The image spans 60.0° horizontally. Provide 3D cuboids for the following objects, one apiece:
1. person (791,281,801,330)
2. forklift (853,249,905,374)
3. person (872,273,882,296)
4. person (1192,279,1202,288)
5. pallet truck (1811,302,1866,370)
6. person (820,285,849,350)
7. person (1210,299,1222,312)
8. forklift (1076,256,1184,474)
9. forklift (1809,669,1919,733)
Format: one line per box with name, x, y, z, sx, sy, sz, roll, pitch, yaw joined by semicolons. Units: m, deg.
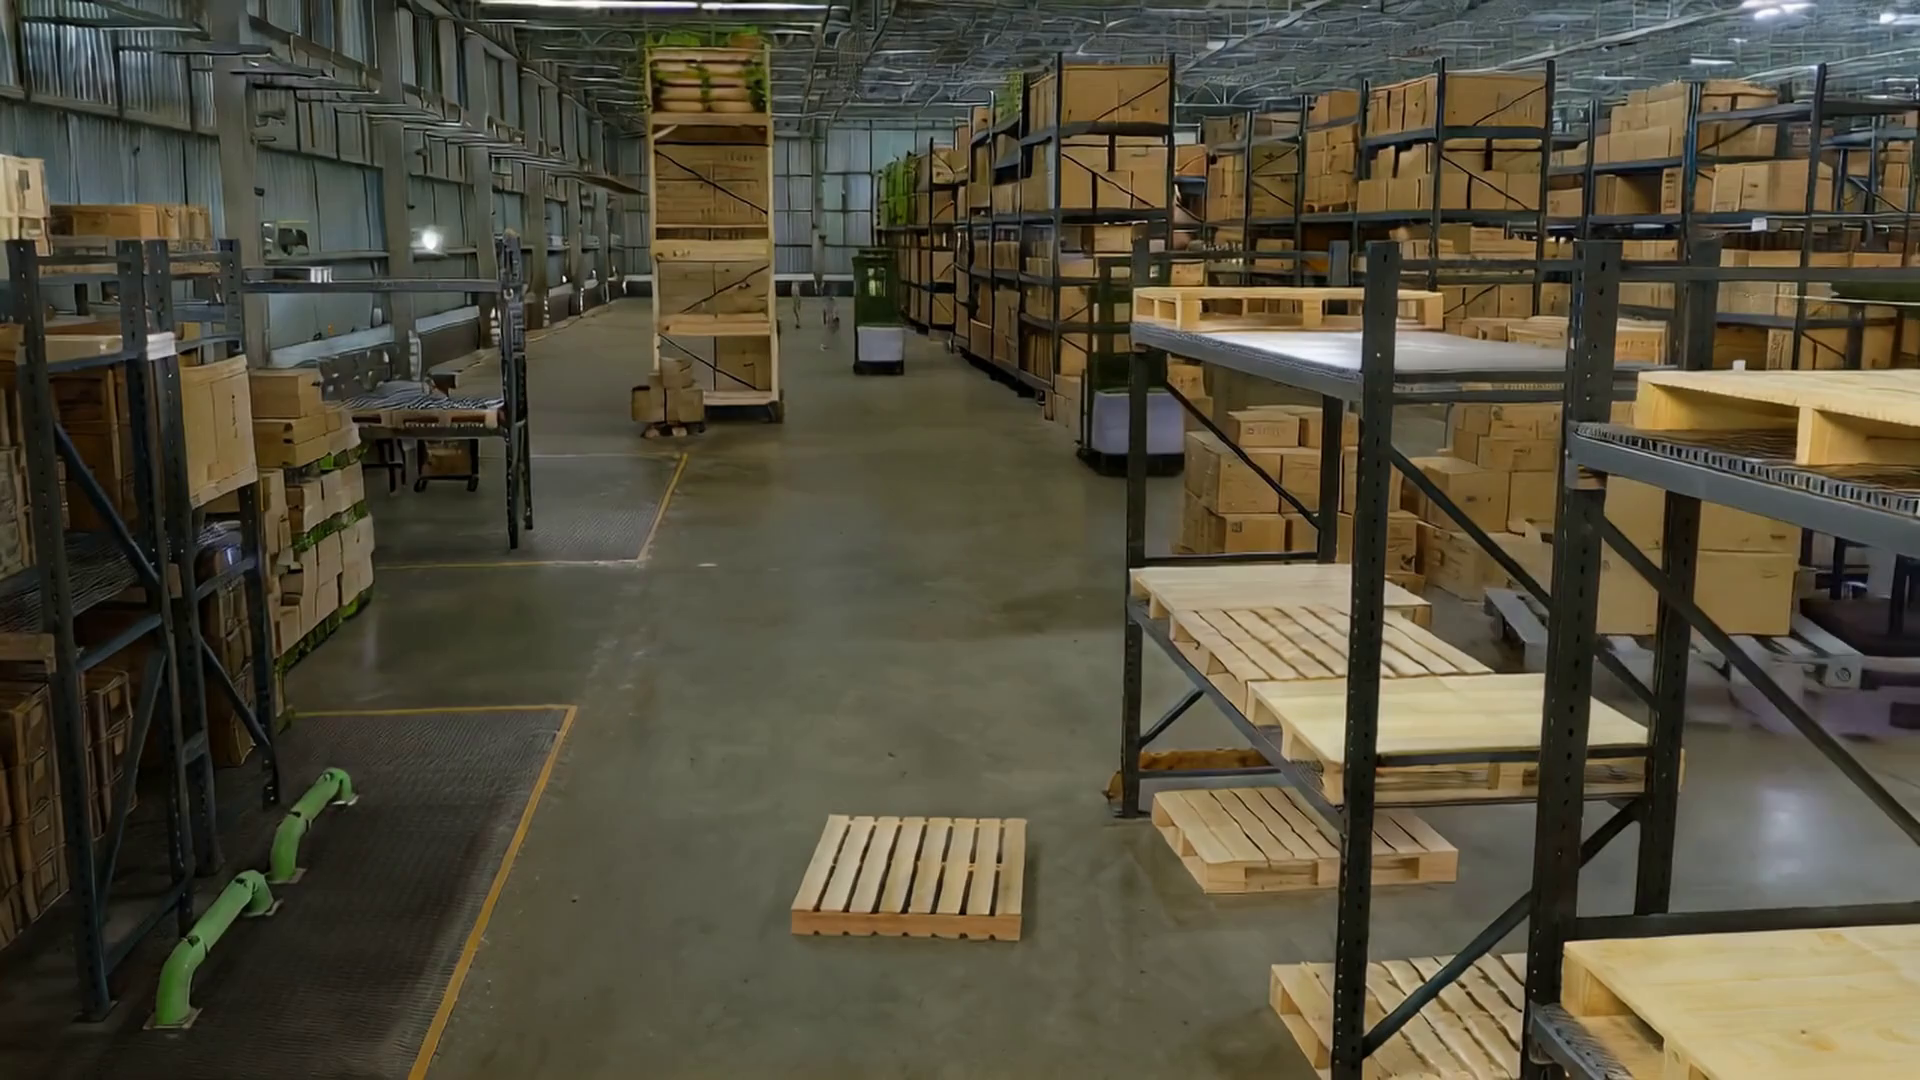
person;-5.571;-7.959;56.488;0.279;1.633;0.499;-6;12;-31
forklift;-1.870;-5.256;38.054;1.129;2.768;1.873;-1;10;-6
person;-2.838;-8.209;57.082;0.399;1.920;0.589;0;10;-2
person;6.367;-6.180;45.719;1.090;1.970;0.679;-2;10;-10
pallet truck;15.846;-3.142;28.793;1.885;1.965;0.823;2;10;12
person;-3.488;-6.149;46.004;0.922;1.793;0.639;2;10;10
person;9.476;-8.919;61.913;0.522;1.585;0.877;-3;11;-14
forklift;2.269;-2.350;21.953;1.129;2.768;1.873;-1;10;-6
forklift;6.592;-0.255;10.344;1.873;2.768;1.129;2;10;9
